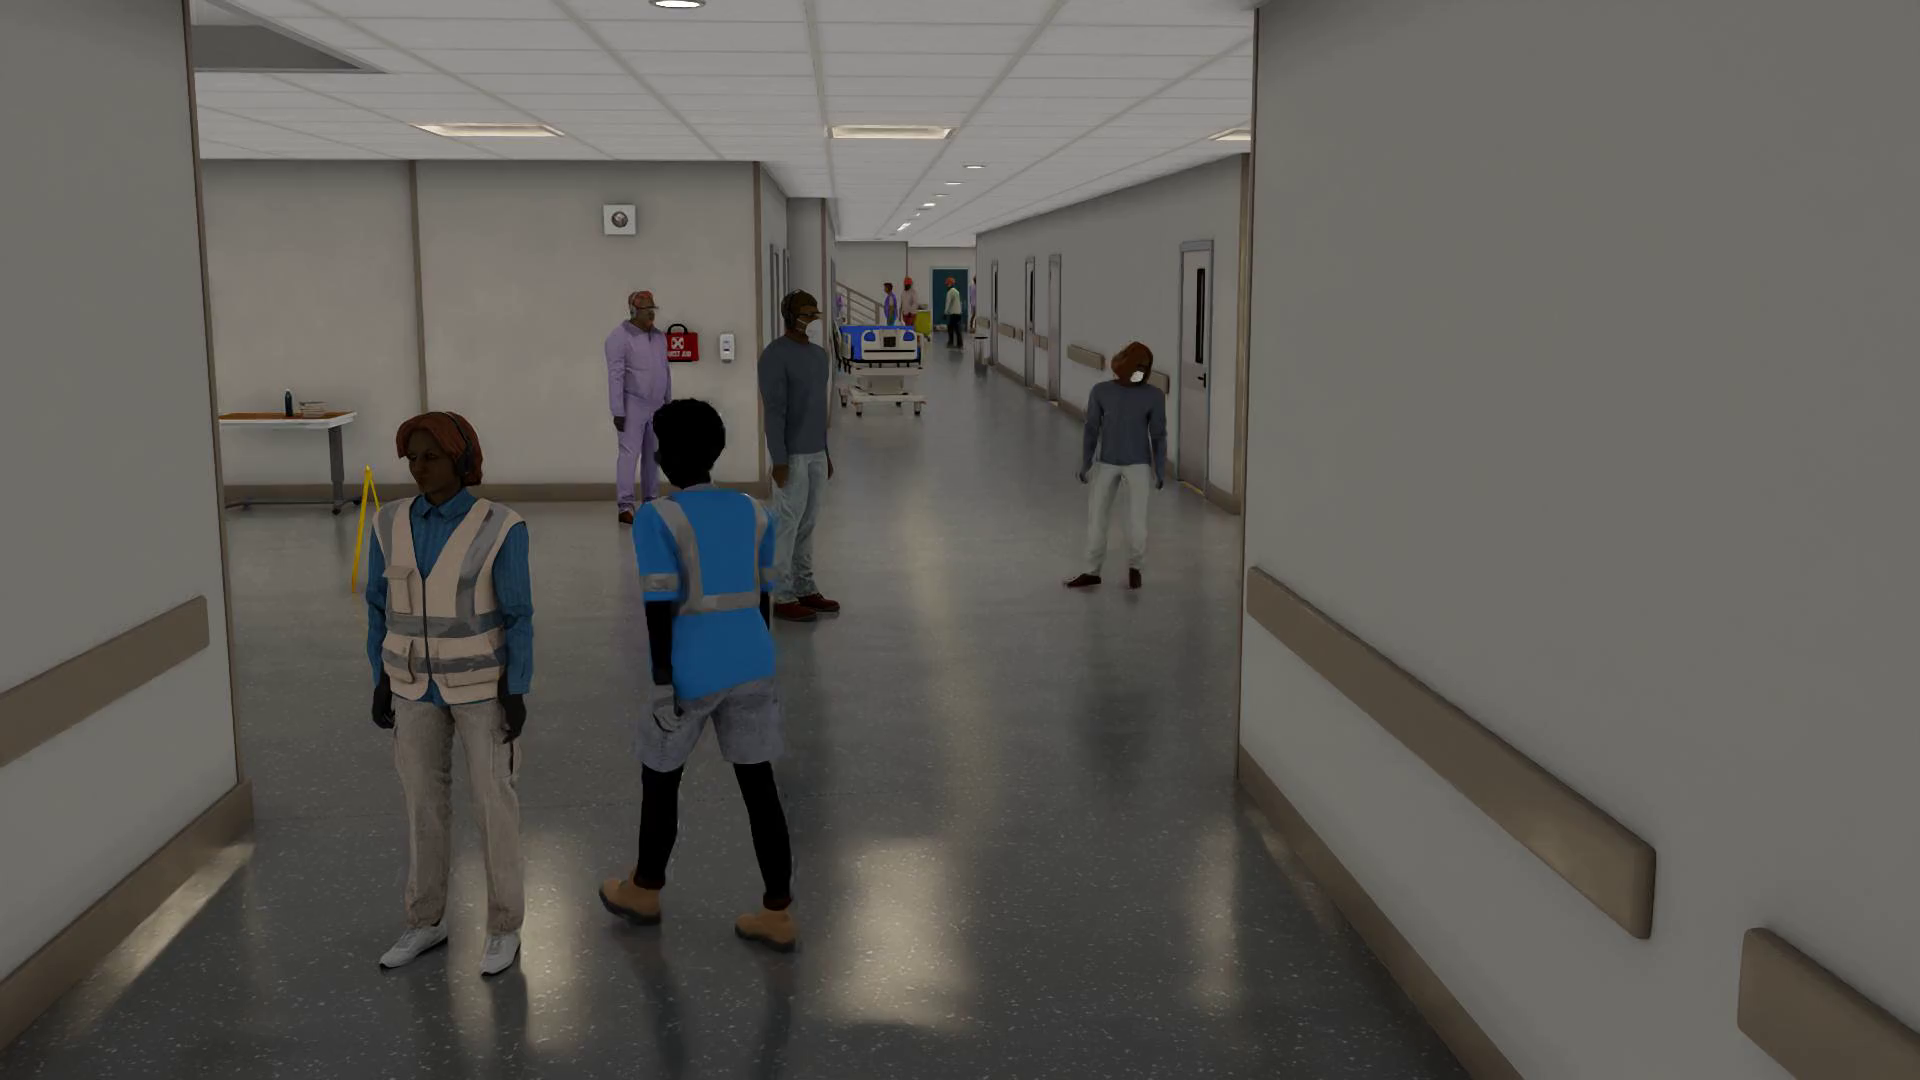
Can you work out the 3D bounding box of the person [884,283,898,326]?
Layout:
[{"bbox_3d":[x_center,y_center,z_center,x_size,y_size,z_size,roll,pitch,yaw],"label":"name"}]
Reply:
[{"bbox_3d":[-1.780,-5.715,42.892,0.385,1.836,0.559,-1,9,-5],"label":"person"}]

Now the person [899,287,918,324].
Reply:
[{"bbox_3d":[-1.436,-6.234,46.152,0.541,1.835,0.507,-6,11,-32],"label":"person"}]

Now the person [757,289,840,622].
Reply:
[{"bbox_3d":[-0.942,-0.499,9.810,0.372,1.940,0.630,4,10,23],"label":"person"}]

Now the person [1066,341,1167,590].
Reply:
[{"bbox_3d":[0.990,-0.470,10.670,0.664,1.605,0.336,4,10,21],"label":"person"}]

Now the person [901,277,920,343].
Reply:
[{"bbox_3d":[-1.400,-6.236,45.722,0.639,1.967,0.501,9,13,44],"label":"person"}]

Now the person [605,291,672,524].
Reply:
[{"bbox_3d":[-2.588,-1.081,13.603,0.397,1.899,0.648,6,11,34],"label":"person"}]

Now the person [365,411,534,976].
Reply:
[{"bbox_3d":[-1.476,0.443,4.832,0.511,1.641,0.308,2,9,12],"label":"person"}]

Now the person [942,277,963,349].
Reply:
[{"bbox_3d":[-0.243,-6.232,45.750,0.815,1.952,0.624,3,10,18],"label":"person"}]

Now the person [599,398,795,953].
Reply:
[{"bbox_3d":[-0.792,0.400,5.074,0.777,1.645,0.546,8,12,42],"label":"person"}]
